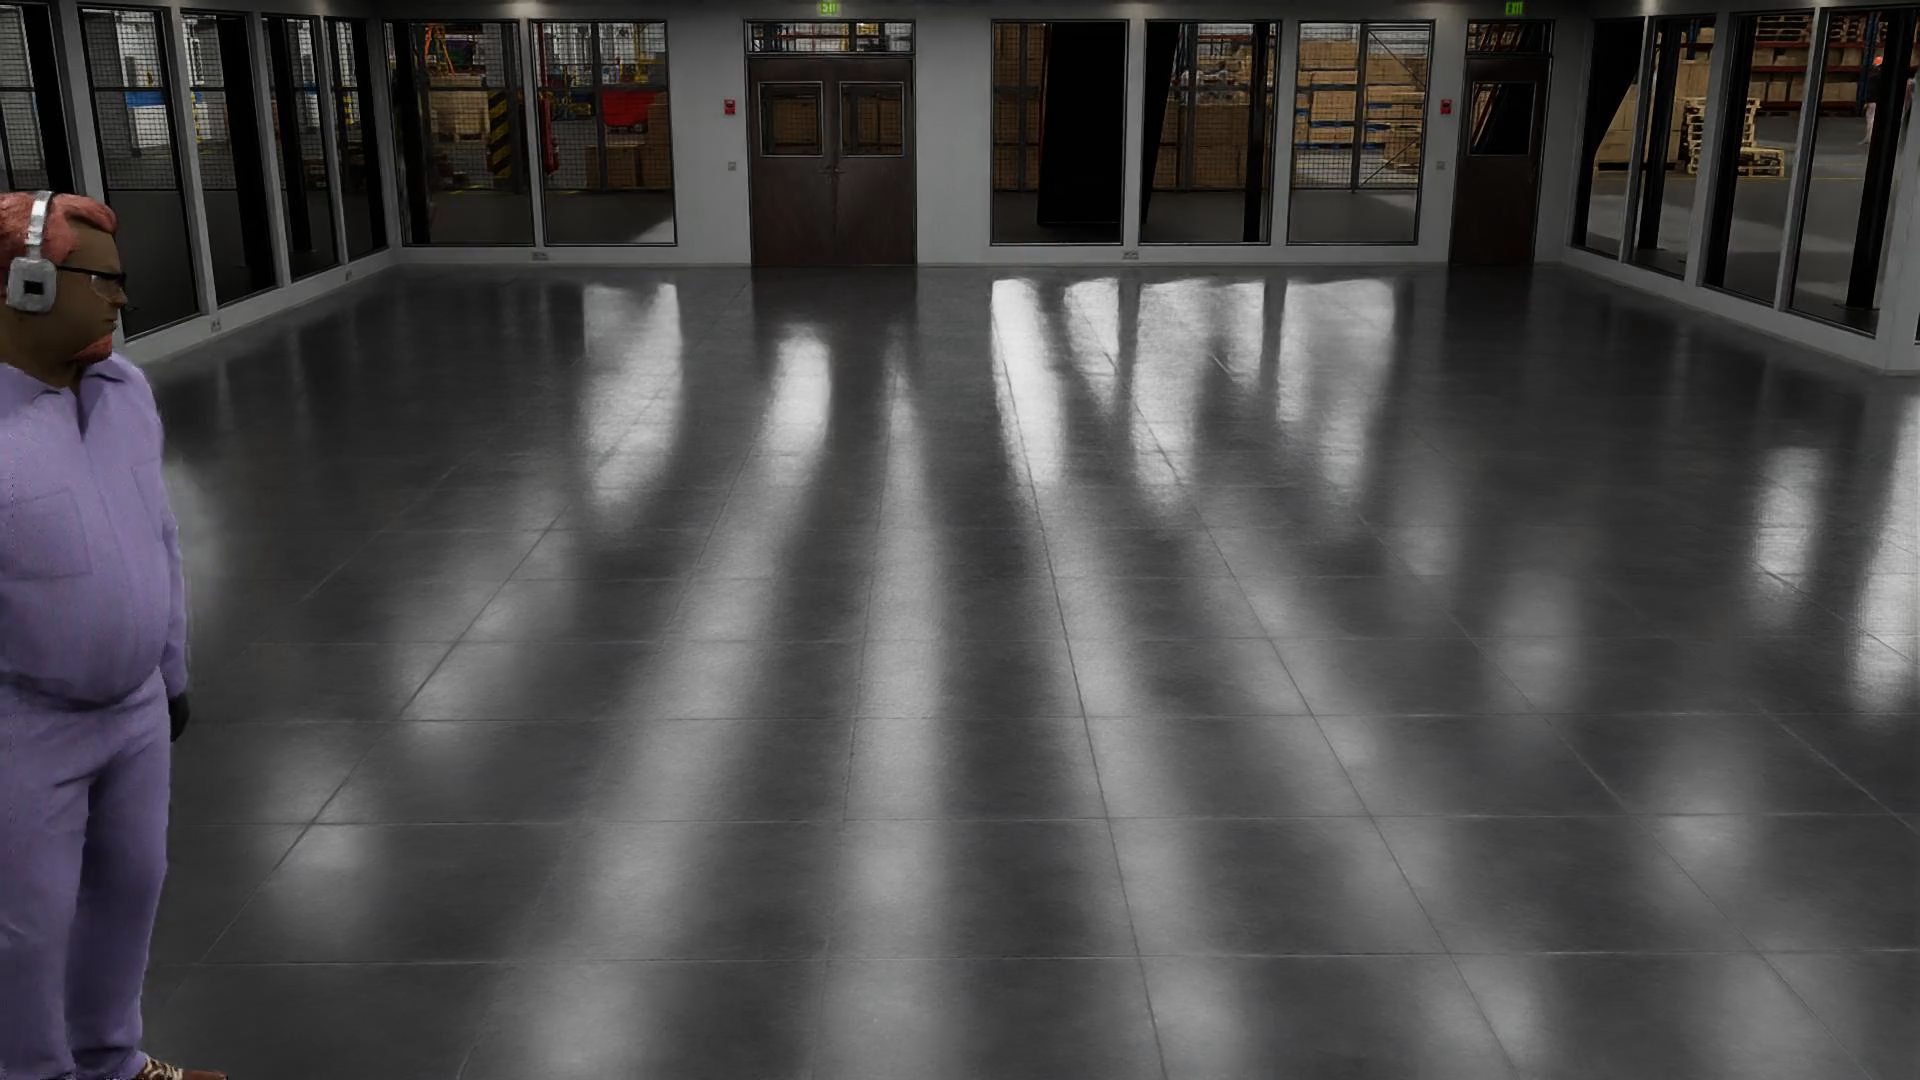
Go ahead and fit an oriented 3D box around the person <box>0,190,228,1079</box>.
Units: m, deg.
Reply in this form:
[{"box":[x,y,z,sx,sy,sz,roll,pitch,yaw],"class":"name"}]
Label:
[{"box":[-1.652,0.326,3.042,0.407,1.888,0.740,4,17,13],"class":"person"}]
